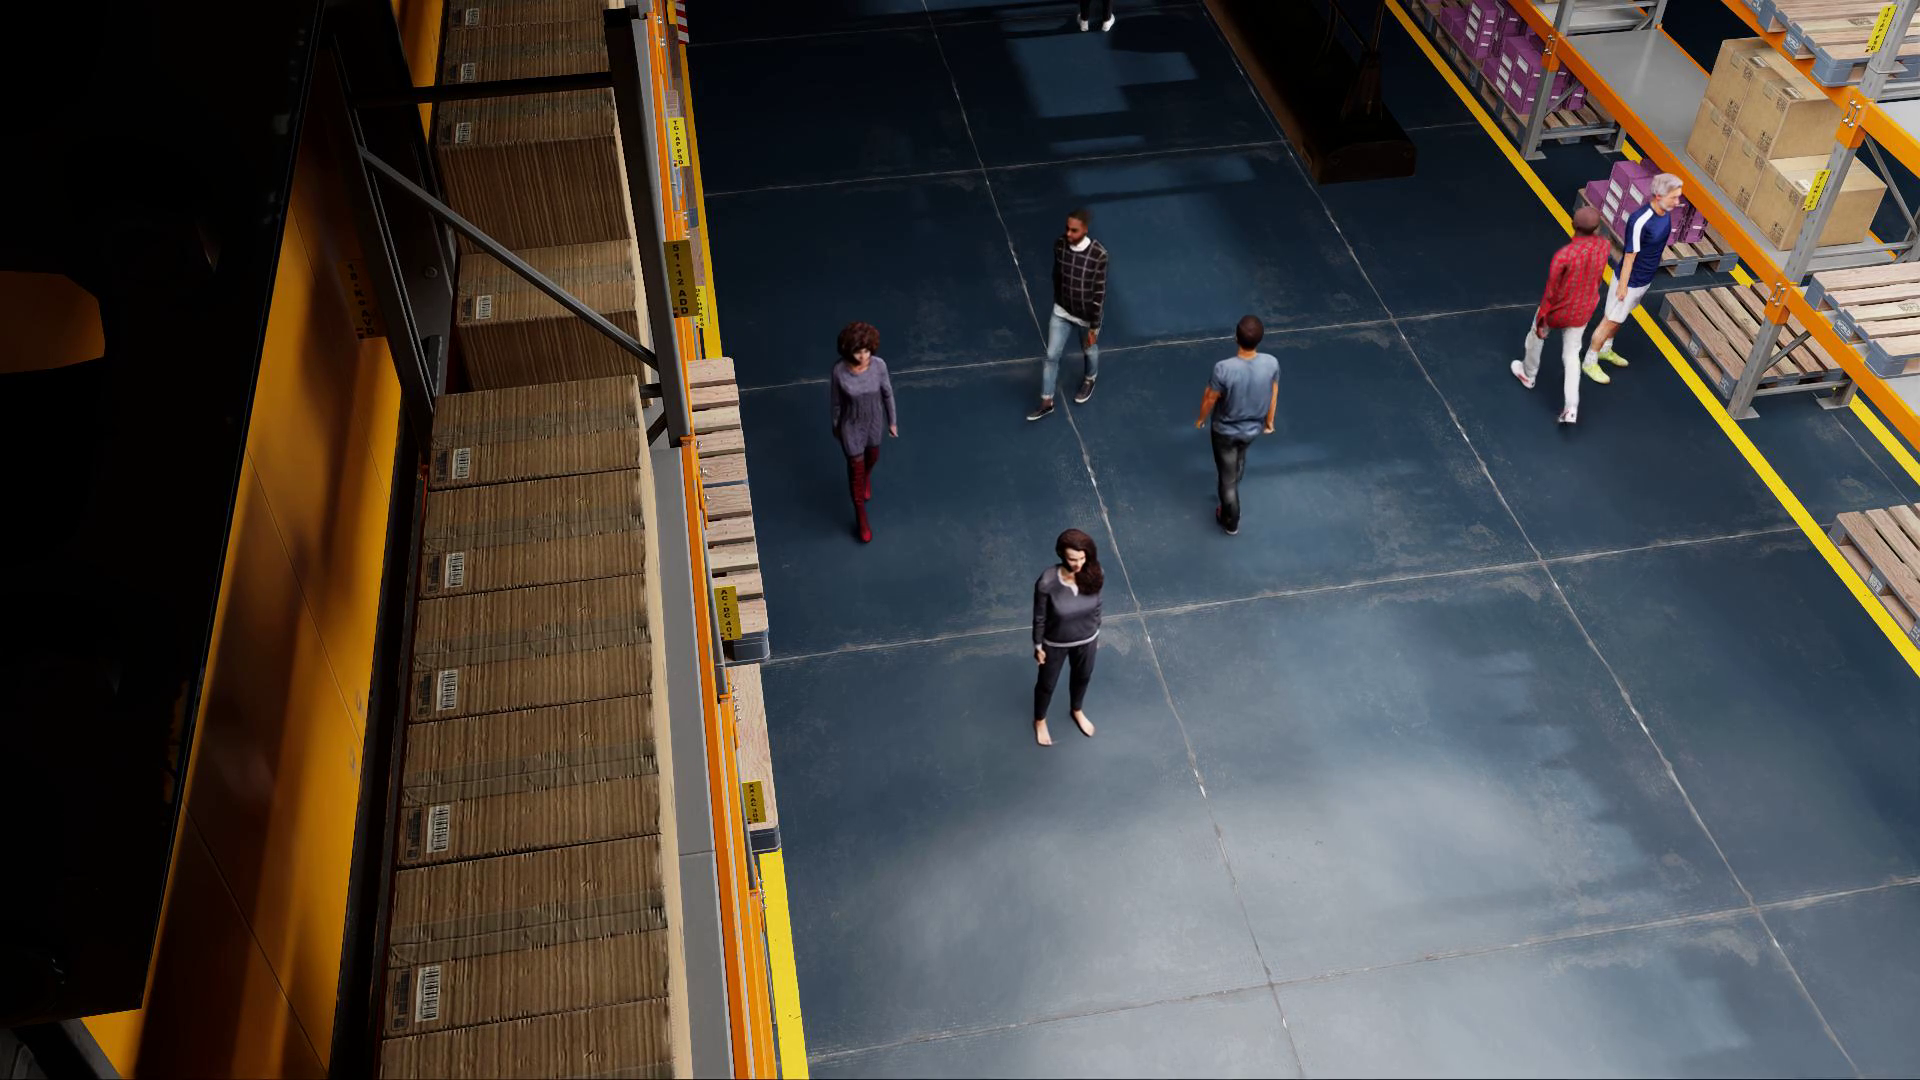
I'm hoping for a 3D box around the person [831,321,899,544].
[{"bbox_3d":[-0.705,-0.872,11.910,0.649,1.684,0.919,-10,44,-10],"label":"person"}]

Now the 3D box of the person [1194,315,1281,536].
[{"bbox_3d":[1.983,-0.750,11.701,0.706,1.796,0.767,-11,45,-11],"label":"person"}]

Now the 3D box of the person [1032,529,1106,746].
[{"bbox_3d":[0.663,0.595,10.311,0.631,1.766,0.551,-13,45,-13],"label":"person"}]

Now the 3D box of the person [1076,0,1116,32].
[{"bbox_3d":[1.449,-6.290,17.422,0.726,1.927,0.639,1,44,1],"label":"person"}]

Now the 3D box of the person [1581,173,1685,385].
[{"bbox_3d":[5.299,-2.091,13.081,0.741,1.834,0.715,33,53,30],"label":"person"}]

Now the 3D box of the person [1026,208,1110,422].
[{"bbox_3d":[0.969,-1.807,12.818,1.032,1.786,1.123,21,48,21],"label":"person"}]

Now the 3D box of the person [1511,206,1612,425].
[{"bbox_3d":[4.678,-1.704,12.701,0.671,1.798,1.186,-5,44,-5],"label":"person"}]
